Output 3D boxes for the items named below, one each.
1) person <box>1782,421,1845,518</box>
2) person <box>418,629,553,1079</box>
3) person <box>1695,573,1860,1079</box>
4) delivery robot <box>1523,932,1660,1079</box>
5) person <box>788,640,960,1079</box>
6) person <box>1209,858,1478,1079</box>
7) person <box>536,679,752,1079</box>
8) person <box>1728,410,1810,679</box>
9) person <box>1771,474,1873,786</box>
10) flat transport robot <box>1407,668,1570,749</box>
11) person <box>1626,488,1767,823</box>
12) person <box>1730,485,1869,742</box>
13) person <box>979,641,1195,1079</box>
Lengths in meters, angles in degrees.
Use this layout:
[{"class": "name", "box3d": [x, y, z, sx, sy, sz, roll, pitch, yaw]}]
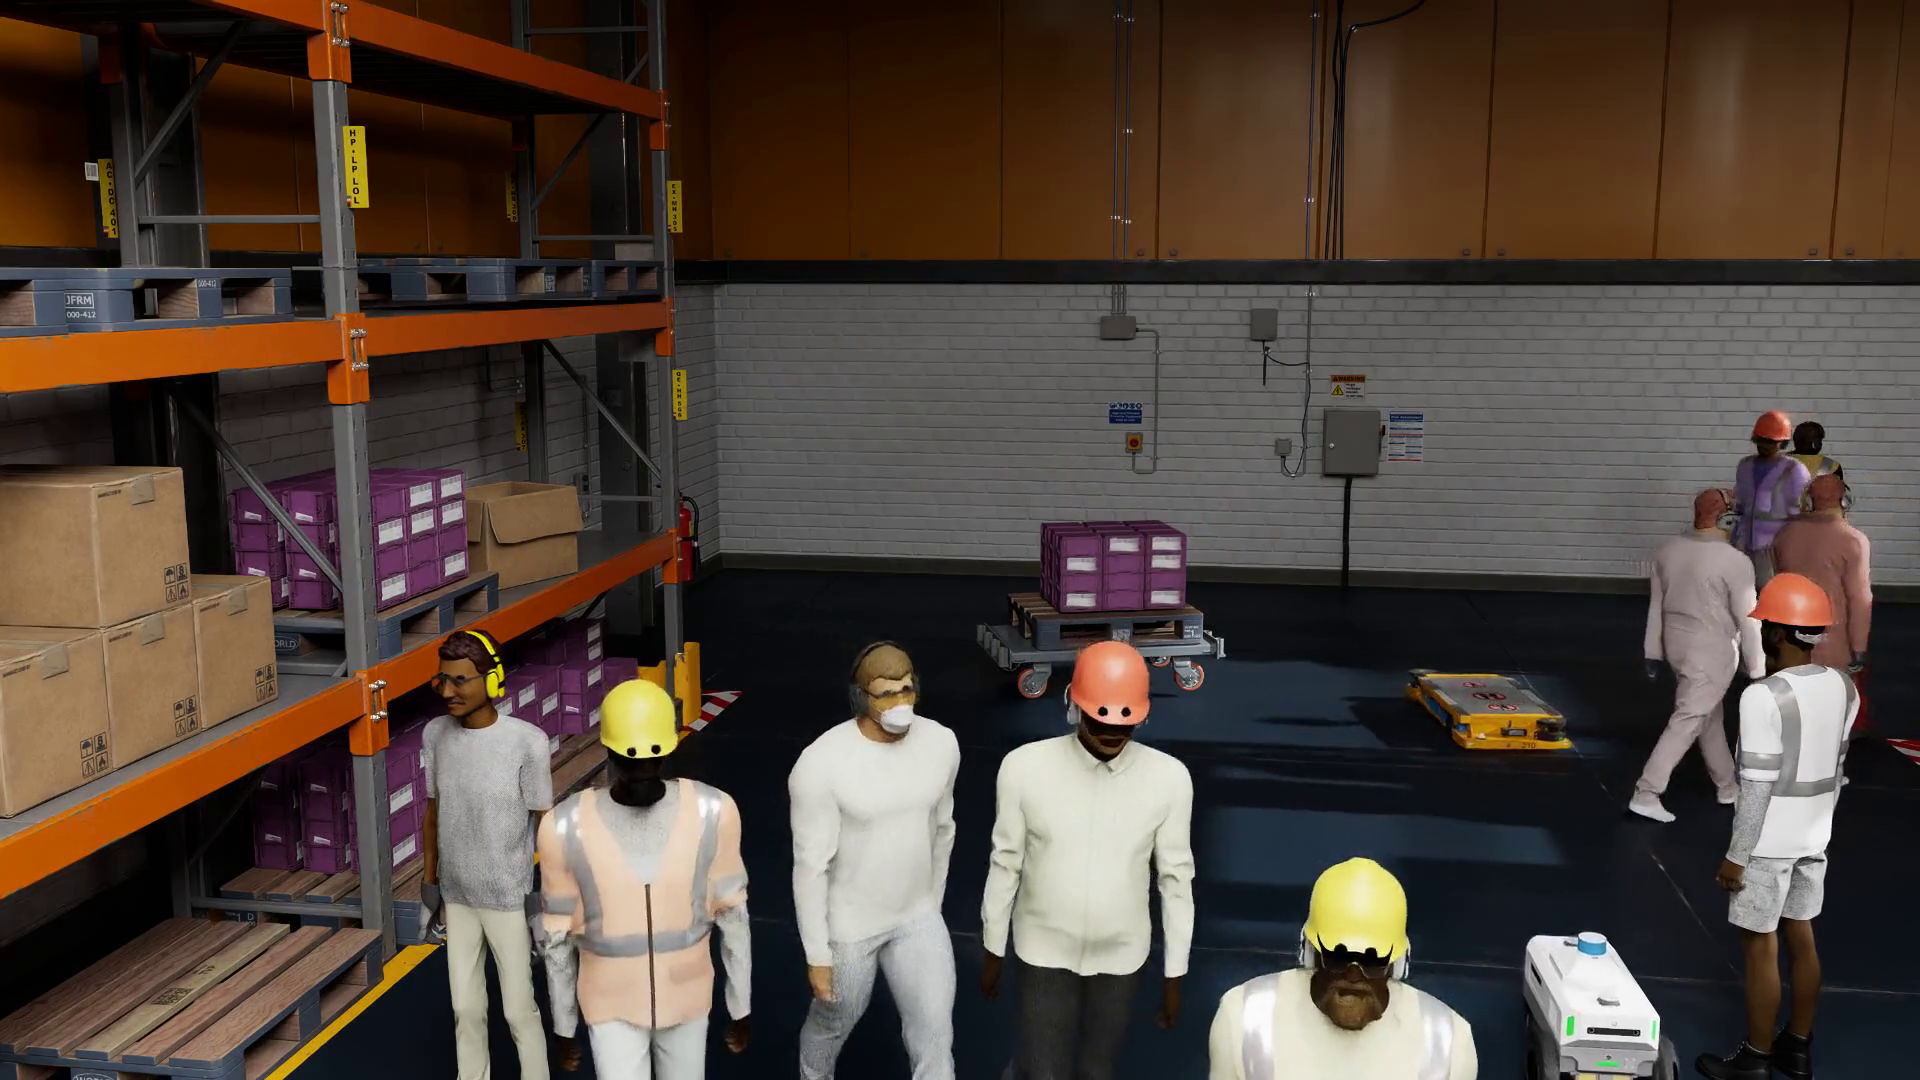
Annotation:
[{"class": "person", "box3d": [6.721, -0.029, 13.296, 0.429, 1.839, 0.633, -9, 13, -44]}, {"class": "person", "box3d": [-1.586, 1.211, 5.555, 0.536, 1.869, 0.314, 3, 10, 18]}, {"class": "person", "box3d": [3.009, 1.082, 6.141, 0.552, 1.937, 0.356, -5, 10, -29]}, {"class": "delivery robot", "box3d": [2.352, 1.711, 6.222, 0.477, 0.478, 0.707, 1, 9, 7]}, {"class": "person", "box3d": [-0.273, 1.234, 5.413, 0.634, 1.883, 1.046, -6, 11, -31]}, {"class": "person", "box3d": [0.828, 1.544, 3.707, 0.596, 1.810, 0.815, 2, 10, 15]}, {"class": "person", "box3d": [-0.924, 1.306, 4.907, 0.597, 1.898, 0.883, -3, 10, -18]}, {"class": "person", "box3d": [6.010, 0.033, 12.373, 0.589, 2.010, 0.716, -3, 10, -18]}, {"class": "person", "box3d": [4.936, 0.552, 9.621, 0.654, 1.871, 0.684, -3, 10, -21]}, {"class": "flat transport robot", "box3d": [3.490, 1.112, 11.083, 0.652, 0.197, 1.431, 0, 9, 1]}, {"class": "person", "box3d": [4.108, 0.632, 9.171, 1.008, 1.859, 0.660, -3, 10, -17]}, {"class": "person", "box3d": [5.446, 0.477, 10.590, 0.946, 1.694, 0.579, -2, 9, -13]}, {"class": "person", "box3d": [0.388, 1.259, 4.957, 0.634, 1.960, 0.656, -1, 9, -5]}]
